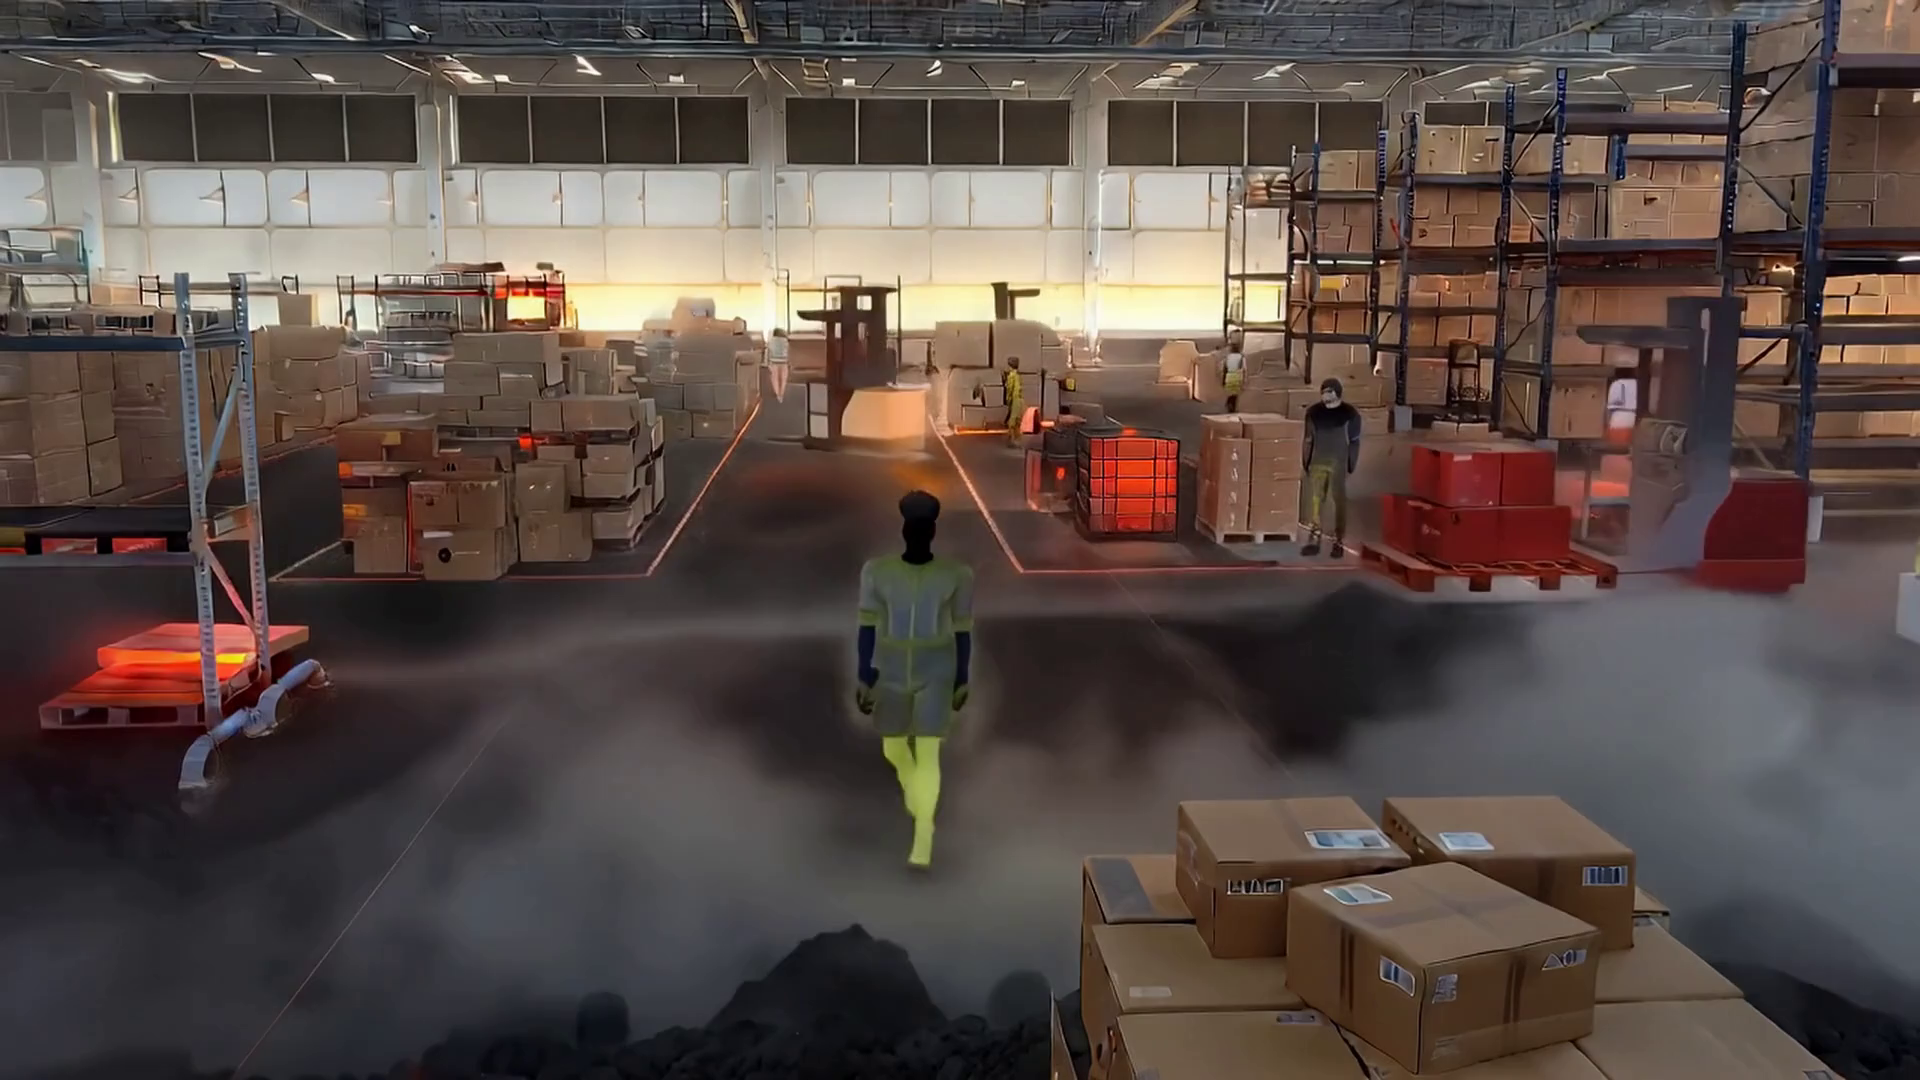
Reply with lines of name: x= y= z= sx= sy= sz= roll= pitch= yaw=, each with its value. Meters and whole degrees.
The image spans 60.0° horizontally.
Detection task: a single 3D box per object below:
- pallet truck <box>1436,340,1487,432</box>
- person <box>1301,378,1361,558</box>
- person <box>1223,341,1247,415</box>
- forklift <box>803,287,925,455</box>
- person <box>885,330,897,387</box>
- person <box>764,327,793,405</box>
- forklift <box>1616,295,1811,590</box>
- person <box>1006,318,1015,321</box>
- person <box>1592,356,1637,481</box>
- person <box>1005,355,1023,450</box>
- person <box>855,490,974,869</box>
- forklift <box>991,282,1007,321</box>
pallet truck: x=8.004 y=-2.170 z=26.422 sx=0.823 sy=1.965 sz=1.885 roll=2 pitch=9 yaw=14
person: x=3.973 y=-0.778 z=17.882 sx=0.627 sy=1.934 sz=0.372 roll=6 pitch=11 yaw=32
person: x=5.658 y=-3.255 z=34.249 sx=0.394 sy=1.670 sz=0.519 roll=-7 pitch=12 yaw=-38
forklift: x=-1.619 y=-2.909 z=28.294 sx=1.873 sy=2.768 sz=1.129 roll=6 pitch=11 yaw=35
person: x=-1.483 y=-3.096 z=32.385 sx=0.622 sy=1.945 sz=1.002 roll=-3 pitch=9 yaw=-17
person: x=-4.280 y=-4.097 z=39.116 sx=0.654 sy=1.802 sz=0.901 roll=-2 pitch=9 yaw=-10
forklift: x=7.187 y=-0.984 z=16.208 sx=1.873 sy=2.768 sz=1.129 roll=-1 pitch=9 yaw=-4
person: x=1.381 y=-4.883 z=43.720 sx=0.851 sy=1.902 sz=0.566 roll=-1 pitch=9 yaw=-5
person: x=9.090 y=-1.603 z=23.131 sx=0.575 sy=1.904 sz=0.860 roll=-7 pitch=11 yaw=-38
person: x=0.938 y=-2.387 z=28.915 sx=0.309 sy=1.636 sz=0.513 roll=1 pitch=9 yaw=4
person: x=-0.230 y=0.675 z=8.747 sx=0.615 sy=1.940 sz=0.819 roll=1 pitch=9 yaw=7
forklift: x=1.090 y=-5.577 z=45.048 sx=1.873 sy=2.768 sz=1.129 roll=1 pitch=9 yaw=3
